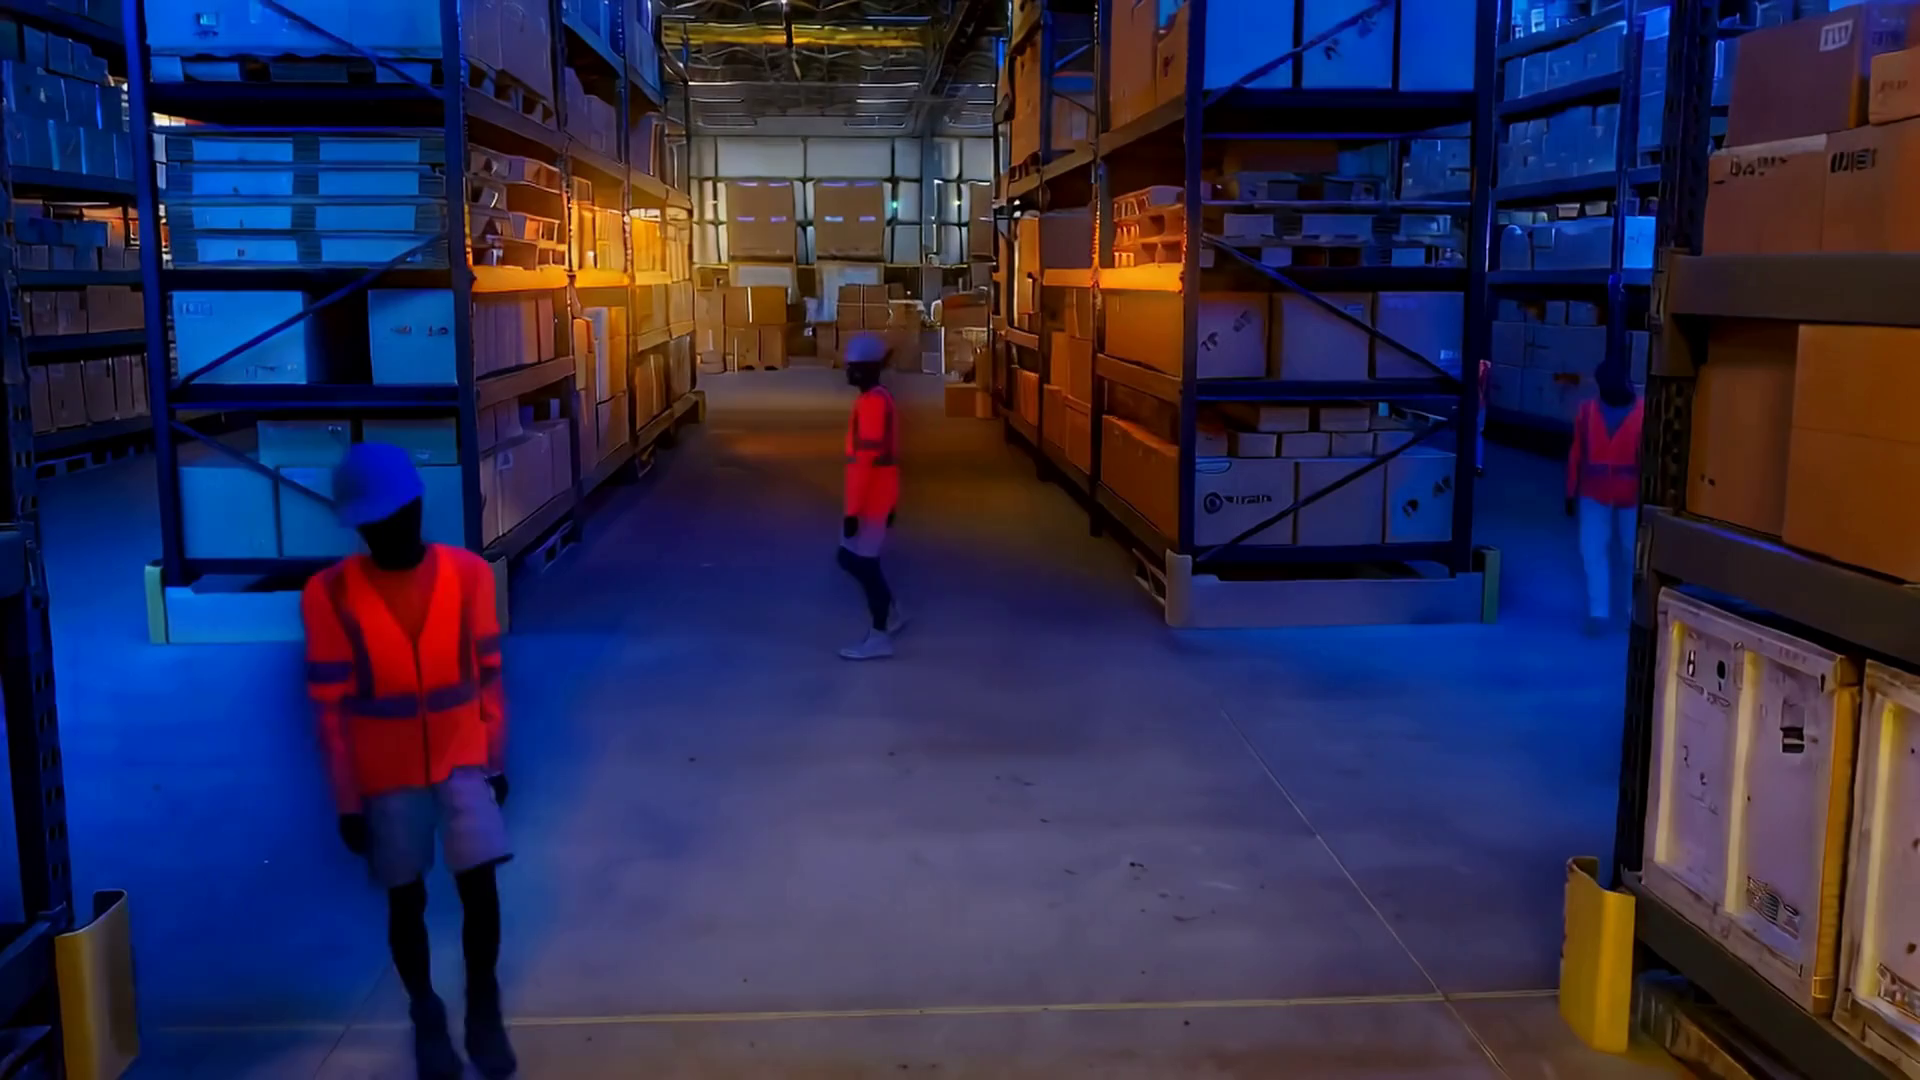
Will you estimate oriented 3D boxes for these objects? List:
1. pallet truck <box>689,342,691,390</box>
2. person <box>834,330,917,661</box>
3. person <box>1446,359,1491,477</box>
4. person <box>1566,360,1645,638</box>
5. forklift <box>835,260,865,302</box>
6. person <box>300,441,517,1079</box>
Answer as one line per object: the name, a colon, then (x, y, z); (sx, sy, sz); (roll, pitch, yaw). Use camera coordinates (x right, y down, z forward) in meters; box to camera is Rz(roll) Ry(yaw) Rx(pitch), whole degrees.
pallet truck: (-5.225, -3.008, 27.480); (1.885, 1.965, 0.823); (2, 9, 14)
person: (-0.574, -0.252, 10.078); (0.422, 2.027, 0.614); (0, 9, -3)
person: (5.949, -1.552, 19.466); (0.521, 1.636, 0.311); (0, 9, 0)
person: (4.247, -0.253, 10.763); (0.711, 1.798, 0.792); (6, 11, 35)
forklift: (-3.422, -7.307, 51.714); (1.129, 2.768, 1.873); (-1, 9, -4)
person: (-1.538, 0.661, 4.716); (0.560, 1.905, 0.565); (-5, 10, -28)
